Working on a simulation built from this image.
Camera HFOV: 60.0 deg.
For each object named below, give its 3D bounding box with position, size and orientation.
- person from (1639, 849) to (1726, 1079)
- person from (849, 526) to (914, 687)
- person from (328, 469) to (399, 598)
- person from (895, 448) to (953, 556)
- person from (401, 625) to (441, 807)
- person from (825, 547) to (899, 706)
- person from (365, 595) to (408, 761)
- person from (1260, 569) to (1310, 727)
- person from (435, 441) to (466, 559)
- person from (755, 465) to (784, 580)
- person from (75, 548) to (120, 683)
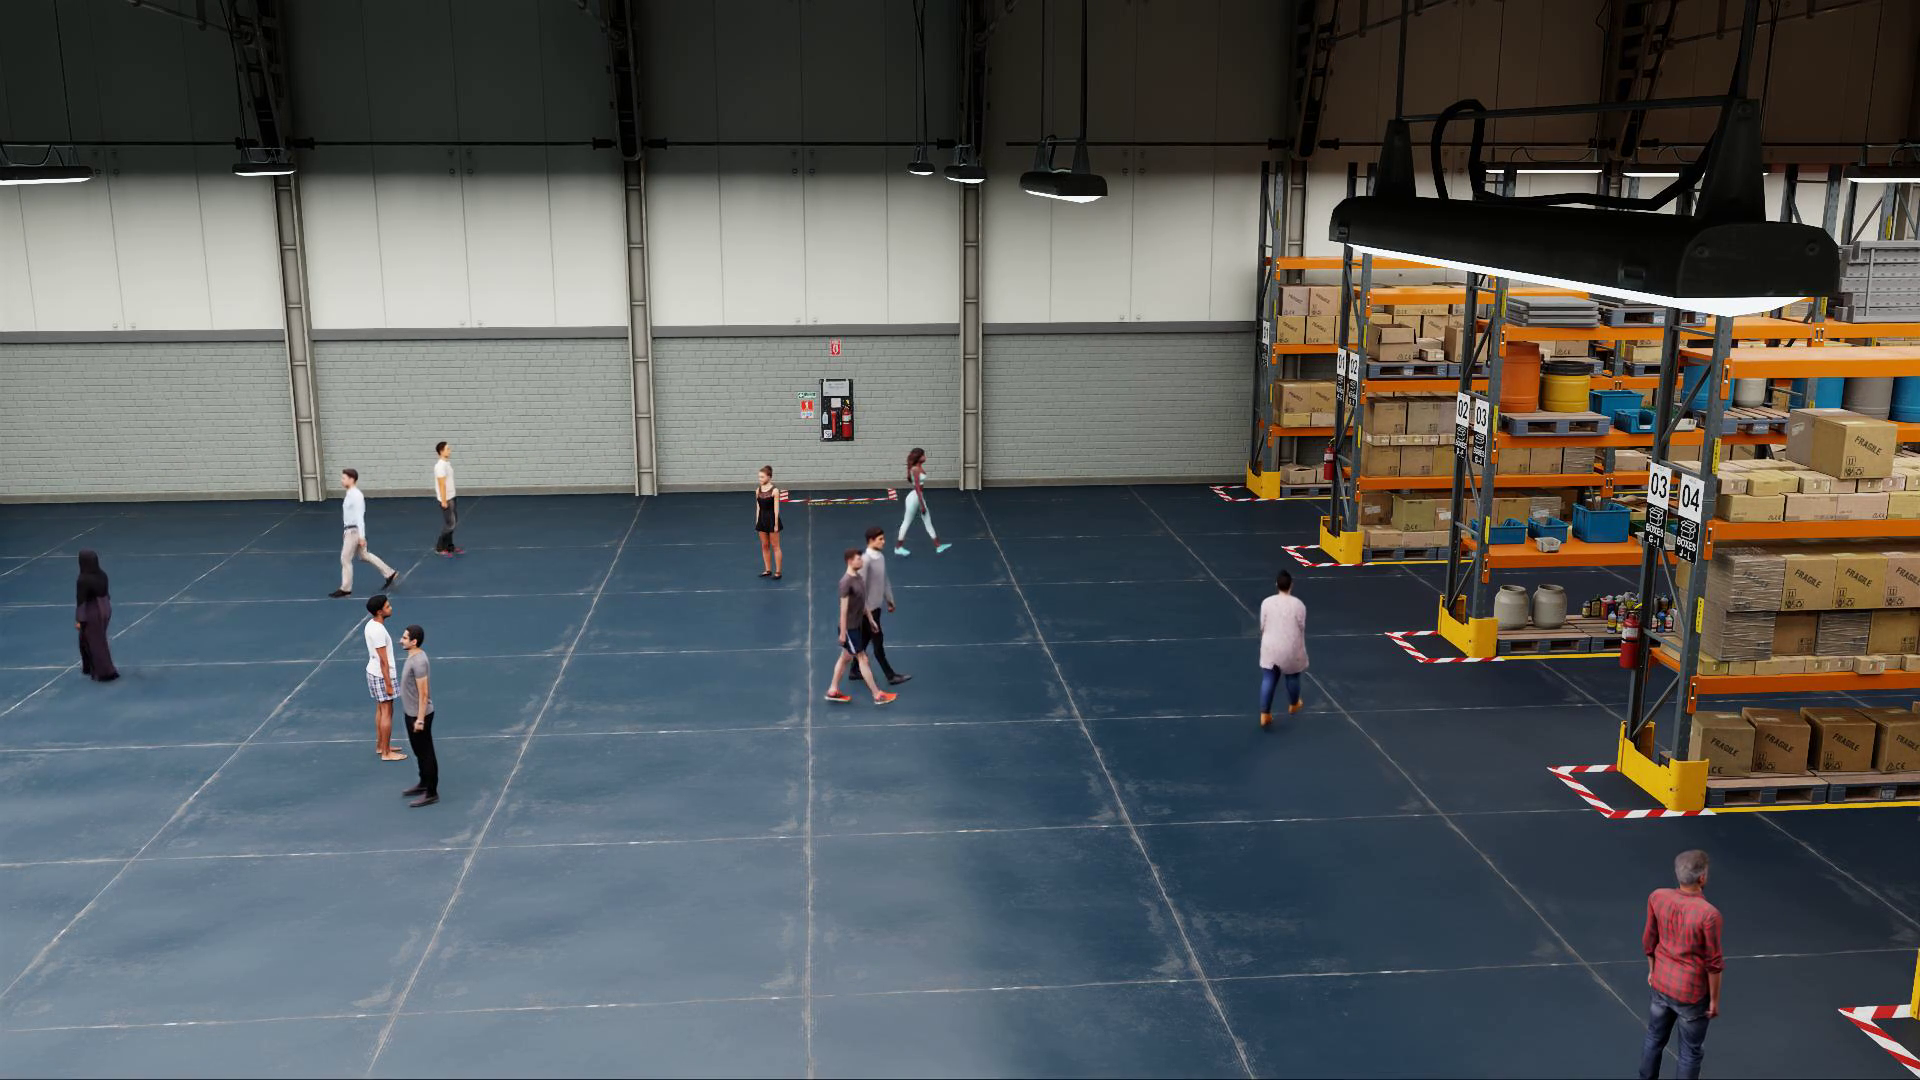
[{"bbox_3d":[4.632,2.851,10.684,0.728,1.832,0.759,-8,15,-31],"label":"person"},{"bbox_3d":[-1.142,0.785,19.485,1.216,1.887,1.012,4,14,17],"label":"person"},{"bbox_3d":[-8.447,-0.100,23.458,1.287,1.817,0.931,-6,14,-25],"label":"person"},{"bbox_3d":[-0.764,-0.562,25.751,1.175,1.683,0.763,2,13,8],"label":"person"},{"bbox_3d":[-5.209,1.656,16.016,0.682,1.755,0.690,-7,15,-28],"label":"person"},{"bbox_3d":[-1.304,0.990,18.762,1.208,1.814,0.925,3,13,13],"label":"person"},{"bbox_3d":[-5.963,1.402,17.161,0.671,1.734,0.712,-7,15,-27],"label":"person"},{"bbox_3d":[3.458,1.207,18.084,1.156,1.696,1.123,7,15,28],"label":"person"},{"bbox_3d":[-8.027,-0.640,25.826,0.646,1.801,0.664,-2,13,-8],"label":"person"},{"bbox_3d":[-2.806,-0.268,24.488,0.673,1.681,0.752,8,15,31],"label":"person"},{"bbox_3d":[-10.170,0.886,19.669,0.801,1.607,0.704,2,13,7],"label":"person"}]
